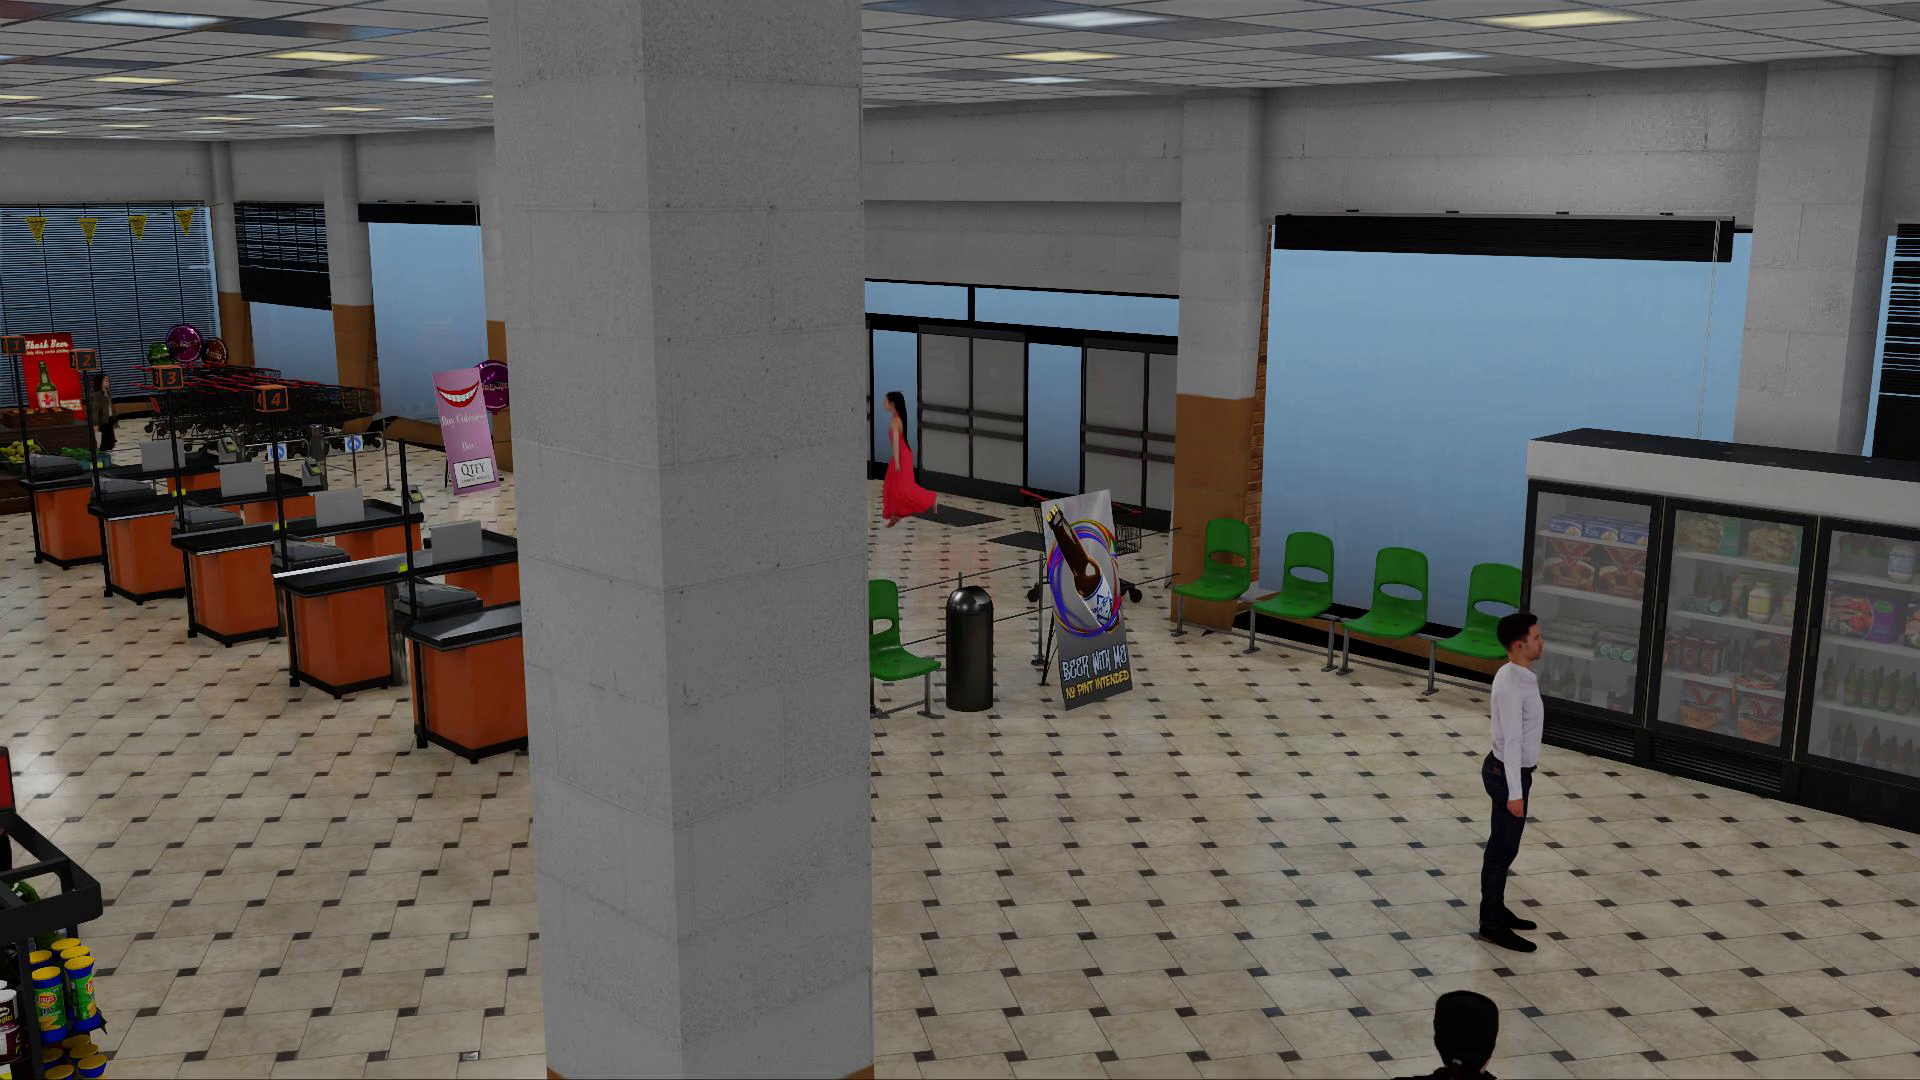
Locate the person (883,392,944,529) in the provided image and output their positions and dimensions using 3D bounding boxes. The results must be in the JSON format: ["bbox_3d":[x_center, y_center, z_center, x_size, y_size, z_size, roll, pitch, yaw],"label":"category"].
[{"bbox_3d":[-0.626,-0.951,20.360,0.984,1.693,0.984,2,12,8],"label":"person"}]

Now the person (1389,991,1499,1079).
[{"bbox_3d":[1.534,2.260,5.204,0.850,1.654,0.978,6,13,27],"label":"person"}]

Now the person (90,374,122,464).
[{"bbox_3d":[-12.702,-1.717,24.556,0.792,1.462,0.729,0,12,1],"label":"person"}]

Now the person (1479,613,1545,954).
[{"bbox_3d":[3.041,1.303,9.220,0.767,1.872,0.659,4,13,20],"label":"person"}]
